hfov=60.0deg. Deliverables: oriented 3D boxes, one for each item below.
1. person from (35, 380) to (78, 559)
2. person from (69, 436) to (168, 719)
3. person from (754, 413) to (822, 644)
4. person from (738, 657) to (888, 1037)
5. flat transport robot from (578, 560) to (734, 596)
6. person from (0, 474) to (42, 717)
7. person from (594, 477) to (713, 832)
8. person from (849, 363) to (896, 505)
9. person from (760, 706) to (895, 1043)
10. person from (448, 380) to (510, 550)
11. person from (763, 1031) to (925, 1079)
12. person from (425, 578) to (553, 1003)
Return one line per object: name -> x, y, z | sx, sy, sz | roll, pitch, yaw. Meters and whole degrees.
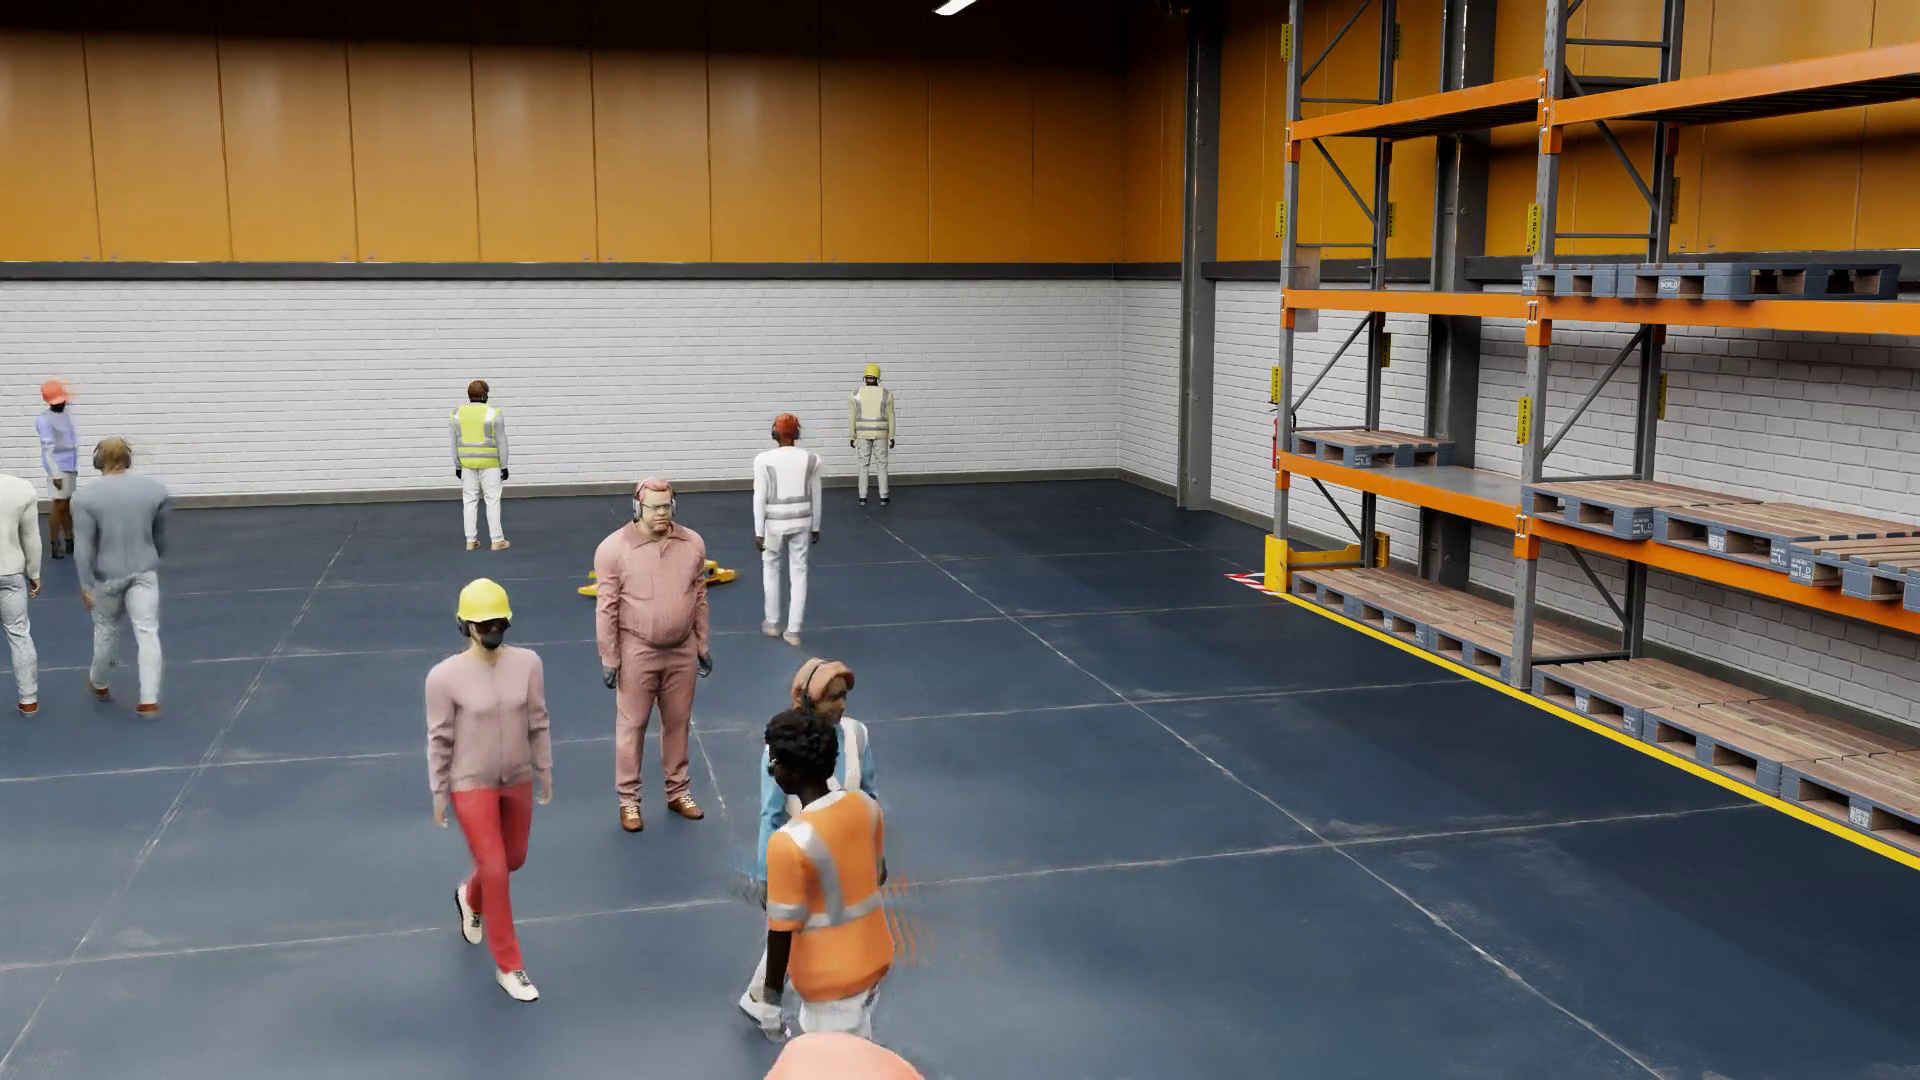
person -> -9.427, -0.754, 17.552 | 0.375, 1.891, 0.721 | 0, 9, 0
person -> -5.717, 0.235, 11.332 | 0.623, 1.877, 1.058 | -8, 12, -40
person -> -1.427, -0.113, 13.595 | 0.597, 1.853, 0.779 | -3, 10, -20
person -> -0.547, 1.205, 6.239 | 0.899, 1.592, 0.528 | 7, 11, 37
flat transport robot -> -2.847, 0.344, 15.680 | 0.652, 0.197, 1.431 | 6, 11, 33
person -> -6.435, 0.255, 11.045 | 0.358, 1.938, 0.636 | 8, 12, 42
person -> -1.629, 0.604, 8.975 | 0.652, 1.904, 0.402 | -6, 11, -34
person -> -1.129, -1.361, 21.461 | 0.603, 1.830, 0.404 | 0, 9, 1
person -> -0.460, 1.334, 5.173 | 0.822, 1.644, 0.553 | 4, 10, 24
person -> -5.163, -0.804, 17.959 | 0.633, 1.843, 0.429 | 1, 9, 7
person -> -0.017, 1.634, 2.214 | 0.894, 2.020, 0.608 | 1, 9, 7
person -> -2.003, 0.999, 7.020 | 0.530, 1.738, 0.783 | -9, 13, -44
